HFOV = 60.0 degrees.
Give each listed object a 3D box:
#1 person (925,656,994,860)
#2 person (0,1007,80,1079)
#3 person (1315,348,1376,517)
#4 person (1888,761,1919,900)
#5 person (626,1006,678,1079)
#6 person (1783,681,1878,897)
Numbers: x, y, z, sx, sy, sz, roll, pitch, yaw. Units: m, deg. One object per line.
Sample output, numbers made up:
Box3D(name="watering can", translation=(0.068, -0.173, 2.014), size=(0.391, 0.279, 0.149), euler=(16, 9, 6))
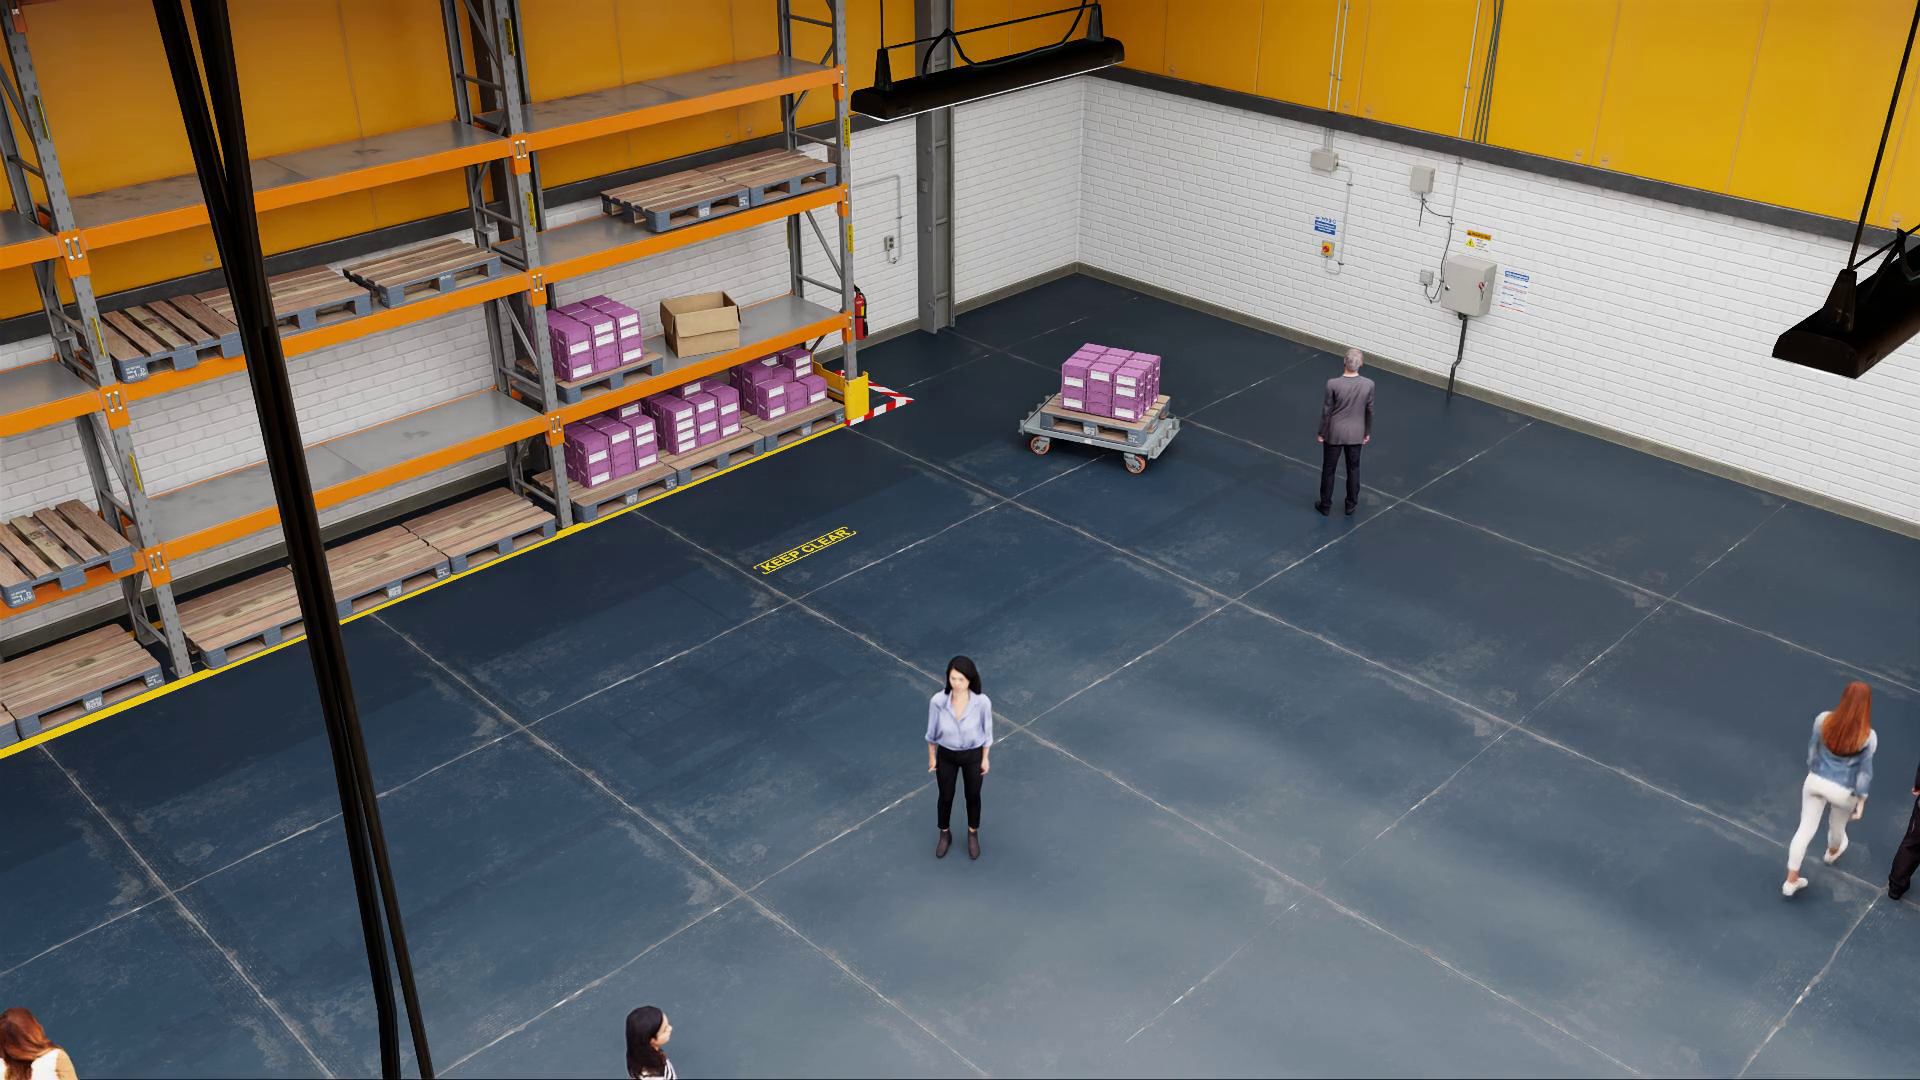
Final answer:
Box3D(name="person", translation=(0.007, 1.611, 12.320), size=(0.729, 1.743, 0.772), euler=(2, 29, 3))
Box3D(name="person", translation=(-4.988, 3.337, 9.125), size=(0.716, 1.773, 0.794), euler=(-4, 29, -7))
Box3D(name="person", translation=(3.981, -1.125, 17.236), size=(0.788, 1.840, 0.860), euler=(-1, 29, -2))
Box3D(name="person", translation=(7.025, 1.840, 11.802), size=(0.606, 1.838, 0.751), euler=(-20, 35, -32))
Box3D(name="person", translation=(-1.670, 3.278, 9.209), size=(0.588, 1.796, 0.645), euler=(-14, 32, -24))
Box3D(name="person", translation=(6.223, 1.847, 11.991), size=(1.069, 1.644, 0.671), euler=(-22, 36, -35))
